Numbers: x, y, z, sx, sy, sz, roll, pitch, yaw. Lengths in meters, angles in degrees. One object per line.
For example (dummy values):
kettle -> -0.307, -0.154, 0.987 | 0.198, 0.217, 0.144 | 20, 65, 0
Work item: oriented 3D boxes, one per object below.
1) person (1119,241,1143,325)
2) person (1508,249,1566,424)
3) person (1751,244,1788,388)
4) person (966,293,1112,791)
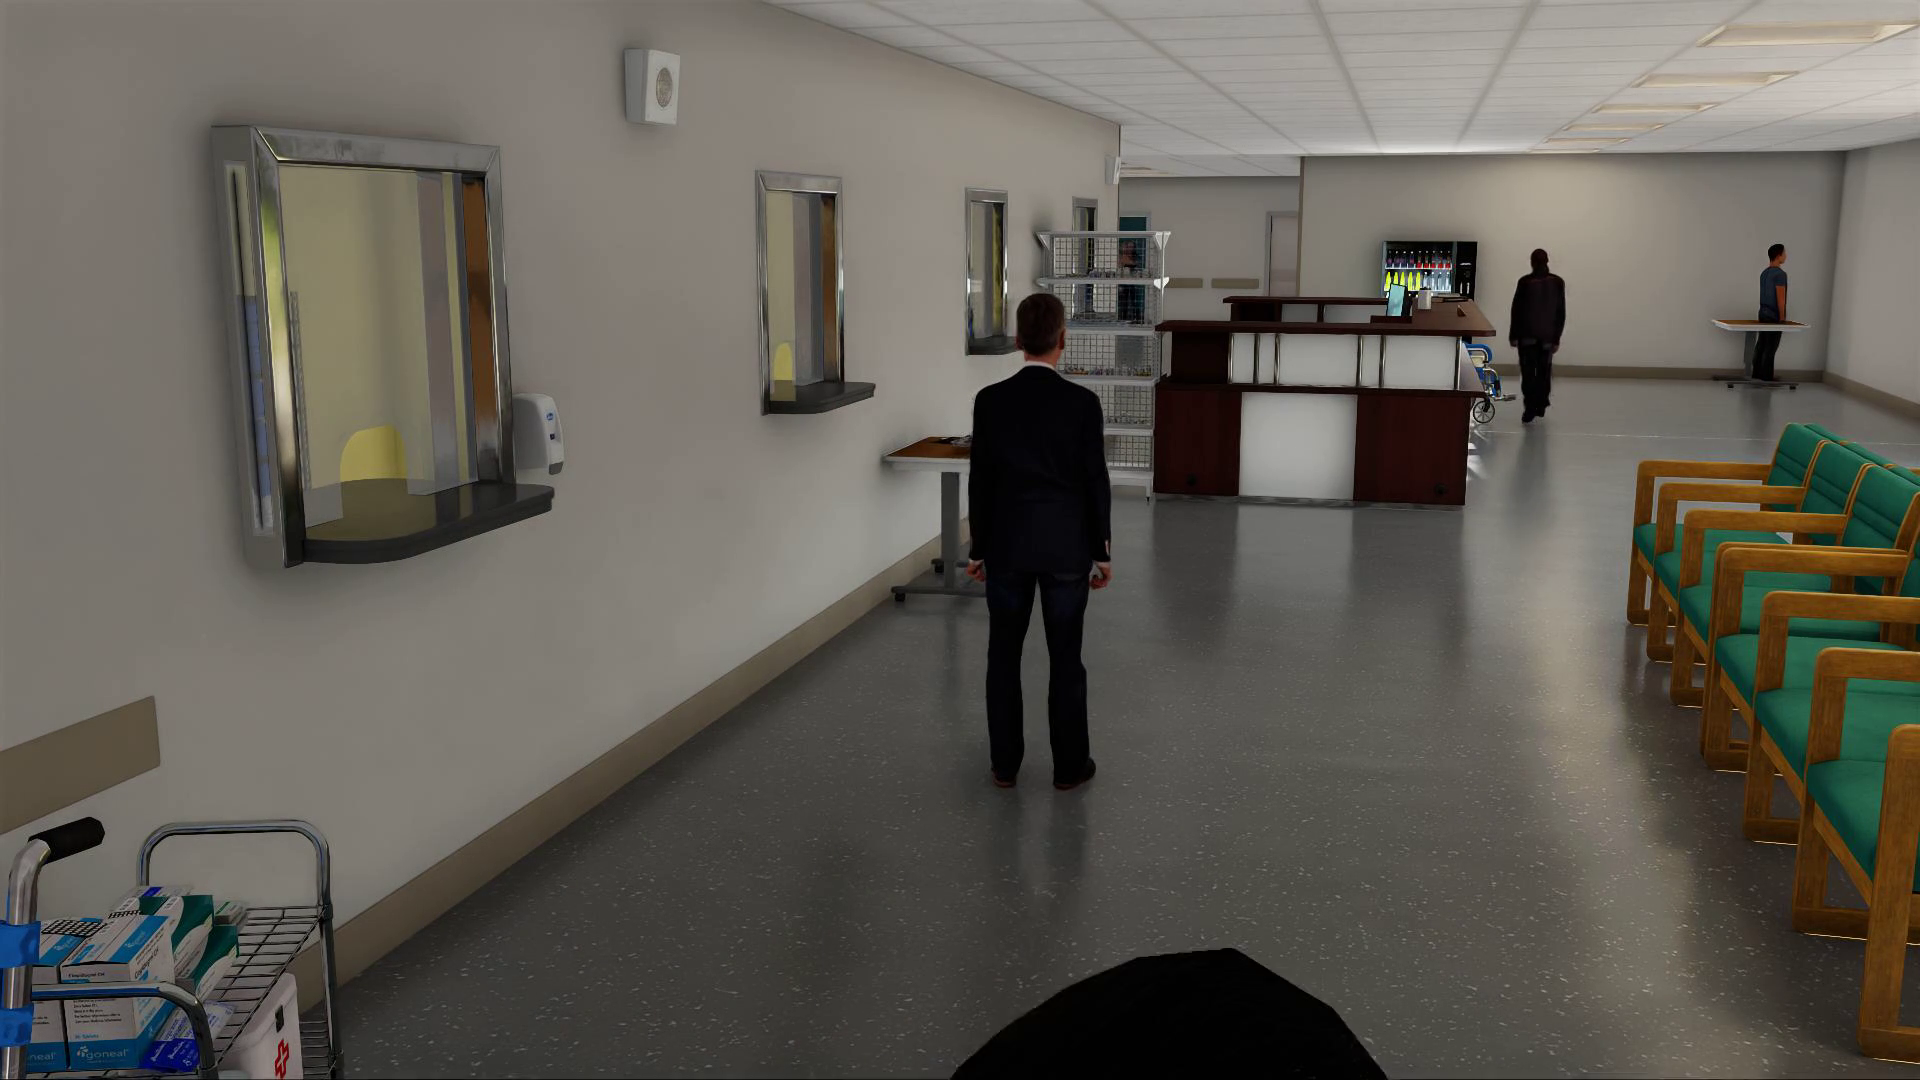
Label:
person -> 3.127, -4.676, 31.018 | 1.134, 1.728, 1.022 | -2, 11, -13
person -> 6.020, -2.120, 17.353 | 1.126, 1.800, 0.839 | 2, 11, 8
person -> 10.453, -2.899, 21.432 | 0.641, 1.810, 0.714 | 0, 11, -2
person -> 0.279, 0.007, 6.111 | 0.518, 1.814, 0.755 | 2, 11, 12
